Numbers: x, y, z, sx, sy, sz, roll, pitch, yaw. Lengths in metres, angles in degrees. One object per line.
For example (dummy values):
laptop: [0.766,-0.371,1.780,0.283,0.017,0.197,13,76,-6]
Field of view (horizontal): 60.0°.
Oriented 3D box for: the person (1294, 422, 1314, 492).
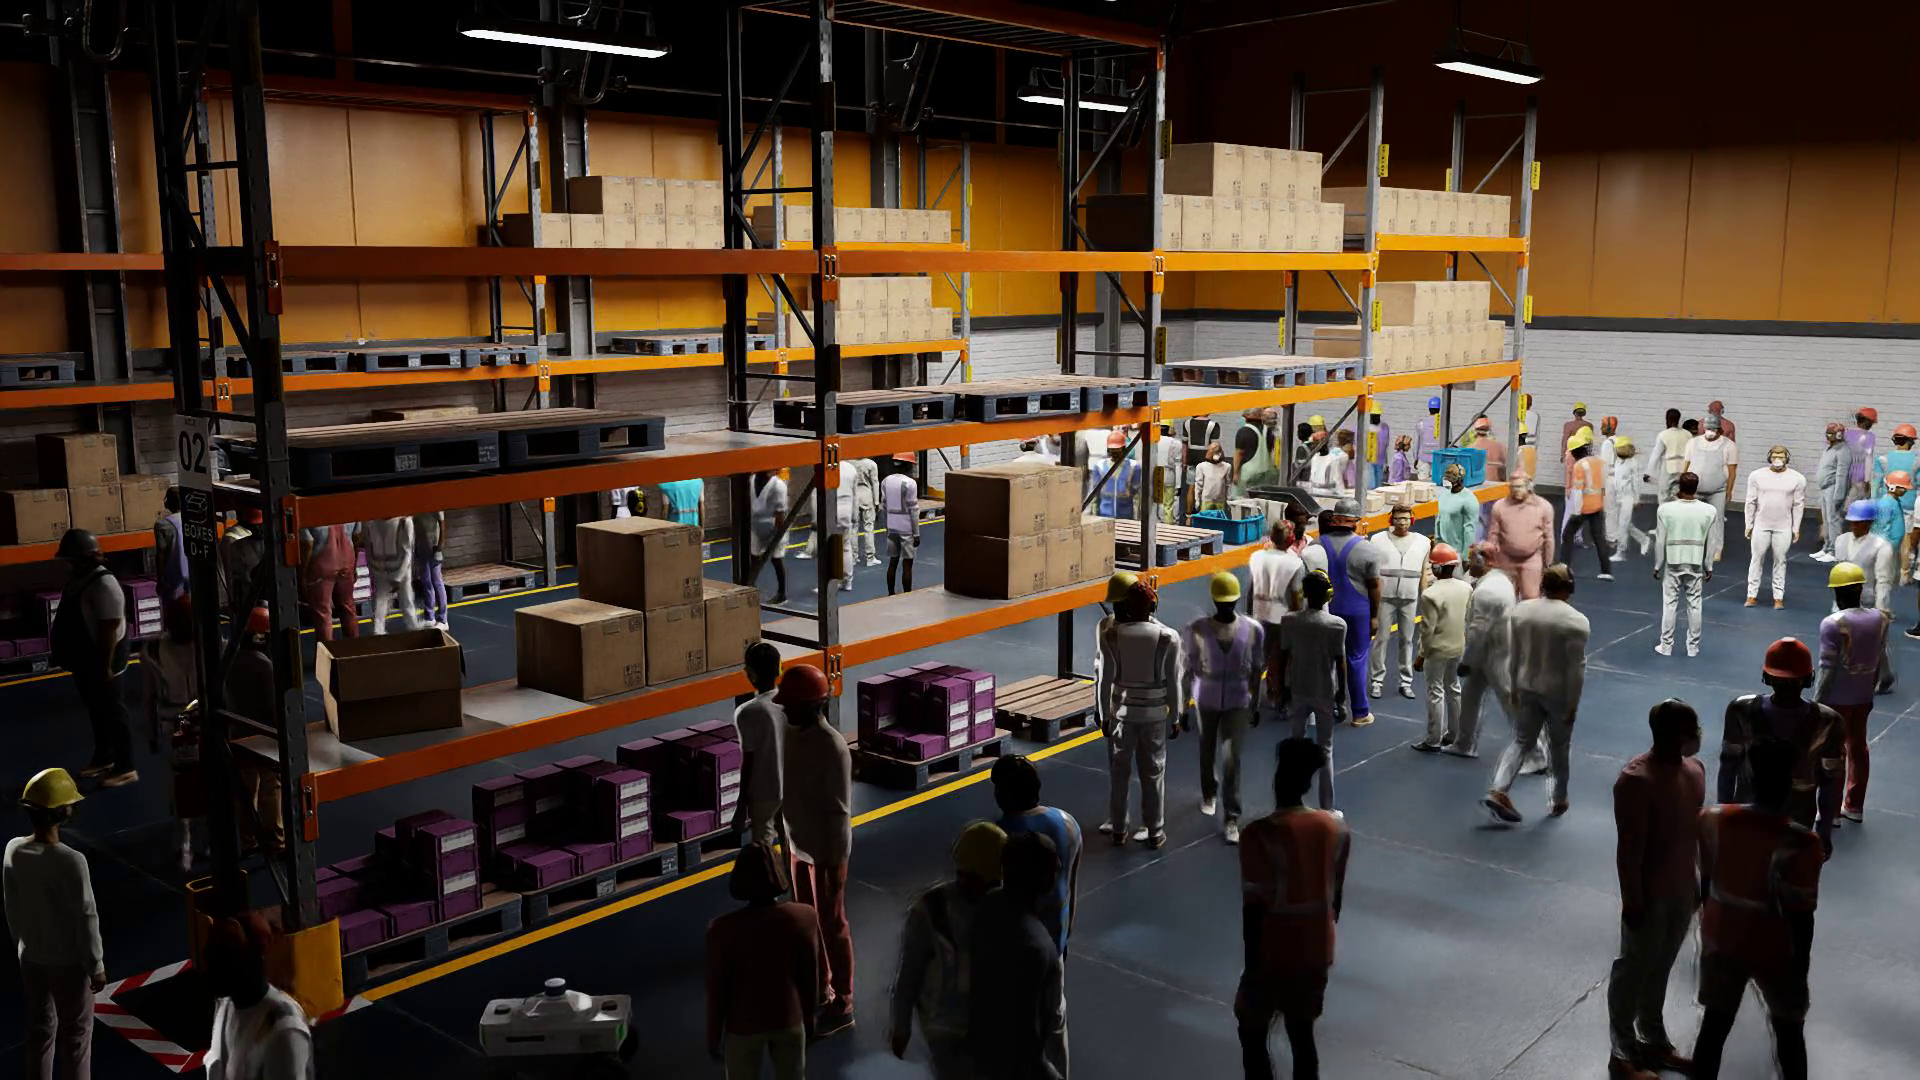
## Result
person: [5.135,-0.904,24.738,0.341,1.681,0.538,7,12,36]

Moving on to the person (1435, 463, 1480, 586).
person: [5.319,0.131,17.863,0.389,1.930,0.628,-3,10,-15]

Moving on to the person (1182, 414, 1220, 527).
person: [3.693,-1.186,25.415,0.611,2.030,0.410,5,11,30]

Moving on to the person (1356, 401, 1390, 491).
person: [6.444,-1.238,26.074,0.596,1.904,0.681,-3,10,-20]

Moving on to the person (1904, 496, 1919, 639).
person: [10.533,0.105,17.922,0.610,1.958,0.366,0,10,-1]

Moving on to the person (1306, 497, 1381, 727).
person: [3.379,0.613,14.624,0.678,2.000,0.537,5,11,29]

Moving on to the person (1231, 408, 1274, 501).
person: [4.271,-1.040,24.493,0.740,2.000,0.546,-7,12,-36]

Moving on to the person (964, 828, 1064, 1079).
person: [0.188,2.048,6.555,0.986,1.894,0.632,-3,10,-19]

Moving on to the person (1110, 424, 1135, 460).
person: [2.189,-0.691,22.813,0.407,1.908,0.641,1,10,8]

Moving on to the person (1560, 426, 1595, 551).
person: [8.755,-0.729,23.483,0.526,1.761,0.334,-5,11,-27]

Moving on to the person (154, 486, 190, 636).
person: [-7.803,0.374,16.677,0.353,1.835,0.518,8,12,39]

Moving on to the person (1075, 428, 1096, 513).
person: [2.005,-1.309,26.939,0.525,1.760,0.341,0,10,3]

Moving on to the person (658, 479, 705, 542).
person: [-3.258,-0.109,19.567,0.614,1.830,0.386,-7,12,-37]

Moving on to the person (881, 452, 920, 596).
person: [-0.661,-0.123,19.353,0.542,1.930,0.366,8,13,41]

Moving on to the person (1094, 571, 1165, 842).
person: [1.185,1.160,11.755,0.591,1.912,0.398,8,12,38]

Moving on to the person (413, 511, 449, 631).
person: [-5.842,0.092,18.241,0.520,1.874,0.327,8,13,40]

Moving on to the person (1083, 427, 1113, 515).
person: [2.131,-1.065,25.388,0.572,1.803,0.882,5,11,26]

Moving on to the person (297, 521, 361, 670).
person: [-6.354,0.277,16.630,0.535,2.000,0.688,7,12,35]

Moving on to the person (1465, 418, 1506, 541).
person: [7.051,-0.679,22.621,0.737,1.947,0.743,-2,10,-14]

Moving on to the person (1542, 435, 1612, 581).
person: [7.944,-0.405,21.274,0.691,1.842,0.914,-9,13,-42]

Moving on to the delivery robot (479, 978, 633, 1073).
delivery robot: [-1.977,2.392,8.151,0.707,0.478,0.477,-1,10,-4]

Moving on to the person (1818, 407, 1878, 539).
person: [13.007,-0.947,24.170,1.084,1.973,0.632,-3,10,-20]

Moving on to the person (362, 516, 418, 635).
person: [-5.747,0.360,16.812,0.551,1.833,1.003,0,10,3]

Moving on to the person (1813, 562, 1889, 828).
person: [6.365,1.115,11.997,0.585,1.917,0.381,-4,10,-22]

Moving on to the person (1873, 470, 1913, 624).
person: [10.496,0.071,18.760,0.354,1.737,0.578,8,12,39]

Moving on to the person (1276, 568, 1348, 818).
person: [2.550,1.131,12.042,0.521,1.873,0.334,5,11,28]

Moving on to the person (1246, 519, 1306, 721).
person: [2.715,0.728,14.611,0.578,1.826,0.712,9,13,43]

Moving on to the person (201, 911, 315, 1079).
person: [-2.426,2.185,5.767,0.584,1.871,0.404,8,13,41]

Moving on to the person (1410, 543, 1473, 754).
person: [3.981,0.895,13.790,0.563,1.753,0.327,-6,11,-32]

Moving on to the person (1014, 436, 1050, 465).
person: [0.870,-0.429,20.979,0.608,1.996,0.382,-9,13,-43]

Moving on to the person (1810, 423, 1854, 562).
person: [11.843,-0.649,22.601,0.401,1.900,0.642,2,10,11]

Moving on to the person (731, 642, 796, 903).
person: [-1.121,1.514,9.777,0.519,1.865,0.331,-9,13,-43]

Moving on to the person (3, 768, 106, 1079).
person: [-4.139,1.915,7.675,0.535,1.766,0.321,4,10,25]

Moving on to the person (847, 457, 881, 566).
person: [-1.301,-0.527,22.308,0.493,1.745,0.286,4,10,22]

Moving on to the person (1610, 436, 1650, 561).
person: [9.142,-0.571,22.681,0.679,1.705,0.507,-2,10,-14]

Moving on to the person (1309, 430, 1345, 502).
person: [4.811,-0.495,21.754,0.379,1.879,0.683,-5,11,-27]

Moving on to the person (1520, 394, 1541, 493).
person: [9.404,-1.497,27.727,0.568,1.878,0.351,-4,10,-21]

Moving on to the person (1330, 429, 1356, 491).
person: [5.120,-0.596,22.543,0.545,1.816,0.505,-3,10,-16]

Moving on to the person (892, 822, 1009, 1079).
person: [-0.008,1.998,7.123,0.612,1.788,0.877,-5,11,-29]

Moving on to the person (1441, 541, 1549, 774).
person: [4.347,0.930,13.384,0.916,1.857,0.672,4,10,21]

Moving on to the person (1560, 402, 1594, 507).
person: [10.212,-1.409,27.552,0.536,1.756,0.335,-1,10,-7]
